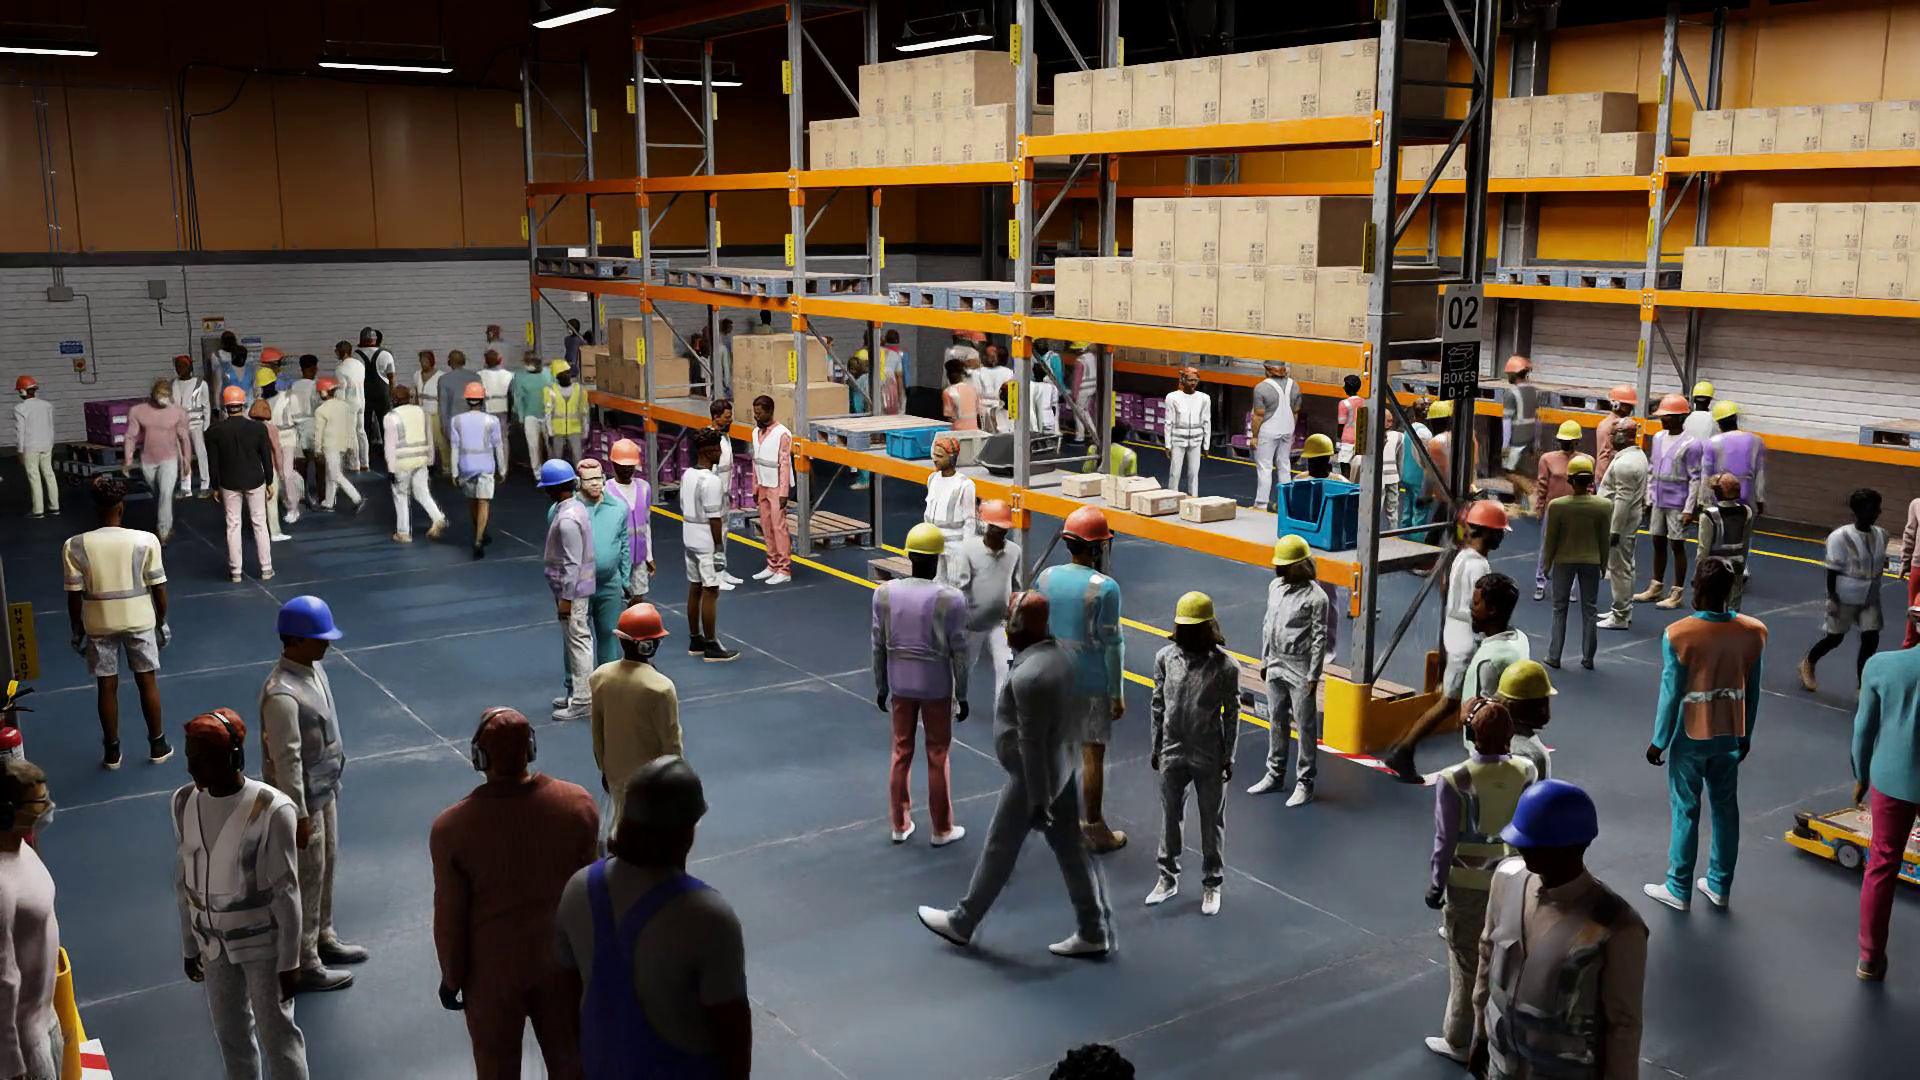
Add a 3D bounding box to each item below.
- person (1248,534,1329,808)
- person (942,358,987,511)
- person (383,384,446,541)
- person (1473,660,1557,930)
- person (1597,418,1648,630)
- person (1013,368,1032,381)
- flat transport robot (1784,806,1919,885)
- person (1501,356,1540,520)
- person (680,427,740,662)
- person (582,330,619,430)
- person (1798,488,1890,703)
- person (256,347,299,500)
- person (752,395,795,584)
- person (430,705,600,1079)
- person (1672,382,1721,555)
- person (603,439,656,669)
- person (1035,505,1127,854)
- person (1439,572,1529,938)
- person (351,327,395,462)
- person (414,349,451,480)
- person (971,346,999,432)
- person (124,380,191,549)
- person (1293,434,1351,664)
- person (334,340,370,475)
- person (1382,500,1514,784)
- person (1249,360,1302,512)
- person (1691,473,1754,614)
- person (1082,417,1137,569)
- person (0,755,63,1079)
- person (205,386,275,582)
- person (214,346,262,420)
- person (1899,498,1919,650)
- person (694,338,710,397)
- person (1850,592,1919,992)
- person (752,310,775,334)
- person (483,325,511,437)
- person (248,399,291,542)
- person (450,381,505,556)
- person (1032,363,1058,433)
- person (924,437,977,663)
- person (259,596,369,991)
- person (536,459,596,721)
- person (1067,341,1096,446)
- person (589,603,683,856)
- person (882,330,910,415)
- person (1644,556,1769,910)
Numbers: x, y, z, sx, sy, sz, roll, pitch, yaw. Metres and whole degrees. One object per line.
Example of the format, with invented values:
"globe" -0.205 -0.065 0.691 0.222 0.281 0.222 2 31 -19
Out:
"person" 2.072 0.814 10.471 0.311 1.736 0.483 -8 14 -36
"person" 0.086 -1.330 20.981 0.879 1.926 0.655 11 15 44
"person" -6.178 -0.851 18.830 0.724 1.810 0.660 8 14 37
"person" 2.494 1.390 7.499 0.301 1.745 0.483 -4 12 -18
"person" 5.920 -0.147 14.958 0.401 1.904 0.650 7 13 30
"person" 1.014 -2.373 27.017 0.308 1.645 0.514 -3 11 -13
"flat transport robot" 5.481 1.774 9.314 0.652 0.197 1.431 -6 13 -29
"person" 6.799 -1.205 20.089 0.644 2.018 0.694 -9 14 -39
"person" -2.118 0.031 13.885 0.372 1.966 0.608 -7 13 -32
"person" -5.721 -2.386 26.418 1.001 1.895 0.675 3 12 17
"person" 6.777 0.416 12.684 0.540 1.674 0.718 -2 11 -12
"person" -8.868 -1.467 21.415 0.808 2.015 0.635 -4 12 -20
"person" -1.910 -0.520 16.868 0.413 1.906 0.600 -9 14 -39
"person" -1.665 1.551 6.265 0.643 1.908 0.411 -8 13 -34
"person" 7.969 -0.747 17.973 0.587 1.926 0.368 6 13 30
"person" -2.684 0.139 13.415 0.375 1.934 0.548 11 15 43
"person" 0.720 0.809 9.707 0.606 2.044 0.373 10 15 42
"person" 2.714 1.109 8.490 0.392 1.920 0.593 5 12 26
"person" -8.889 -2.203 25.125 0.684 2.000 0.536 -4 12 -21
"person" -7.431 -1.773 23.451 0.575 1.840 0.388 5 12 24
"person" 0.435 -1.784 23.387 0.582 1.882 0.351 -4 12 -20
"person" -9.023 -0.870 18.775 0.658 1.869 1.045 -3 11 -14
"person" 2.952 0.075 13.763 0.594 1.924 0.382 11 15 43
"person" -8.732 -1.893 23.841 0.368 1.932 0.623 3 11 14
"person" 3.247 0.676 10.811 0.943 1.892 0.564 3 11 14
"person" 3.862 -1.338 20.699 0.689 2.000 0.539 -6 12 -27
"person" 6.183 0.268 13.514 0.511 1.640 0.308 -4 12 -19
"person" 1.516 -0.415 16.950 0.561 1.660 0.449 3 11 14
"person" -3.191 1.663 5.638 0.364 1.932 0.630 -5 12 -22
"person" -7.286 -0.569 16.877 0.611 1.997 0.375 -5 12 -26
"person" -10.562 -1.943 24.390 0.642 1.810 0.597 -10 15 -41
"person" 7.827 0.235 13.358 0.319 1.766 0.533 -9 14 -38
"person" -3.898 -2.171 25.499 0.344 1.840 0.504 -1 11 -6
"person" 4.596 1.178 7.951 0.392 1.991 0.613 -10 15 -42
"person" -3.735 -3.461 31.882 0.589 1.919 0.393 9 14 39
"person" -7.805 -2.651 27.798 0.572 1.887 0.681 3 12 16
"person" -7.934 -0.795 18.968 0.507 1.630 0.268 3 11 16
"person" -5.301 -0.783 18.249 0.556 1.905 0.944 0 11 -1
"person" 1.102 -1.593 22.886 0.530 1.697 0.321 -5 12 -26
"person" -0.108 0.082 13.841 0.356 1.882 0.574 -9 15 -40
"person" -3.115 1.209 7.959 0.418 1.933 0.616 -2 11 -9
"person" -2.882 0.361 12.266 0.401 1.938 0.602 -2 11 -9
"person" 1.973 -2.378 26.654 0.504 1.800 0.651 5 12 26
"person" -1.625 1.181 8.543 0.575 1.749 0.336 7 13 32
"person" -1.110 -2.574 27.629 0.655 1.799 0.936 3 11 15
"person" 3.973 1.034 8.872 0.587 1.920 0.391 -2 11 -10
